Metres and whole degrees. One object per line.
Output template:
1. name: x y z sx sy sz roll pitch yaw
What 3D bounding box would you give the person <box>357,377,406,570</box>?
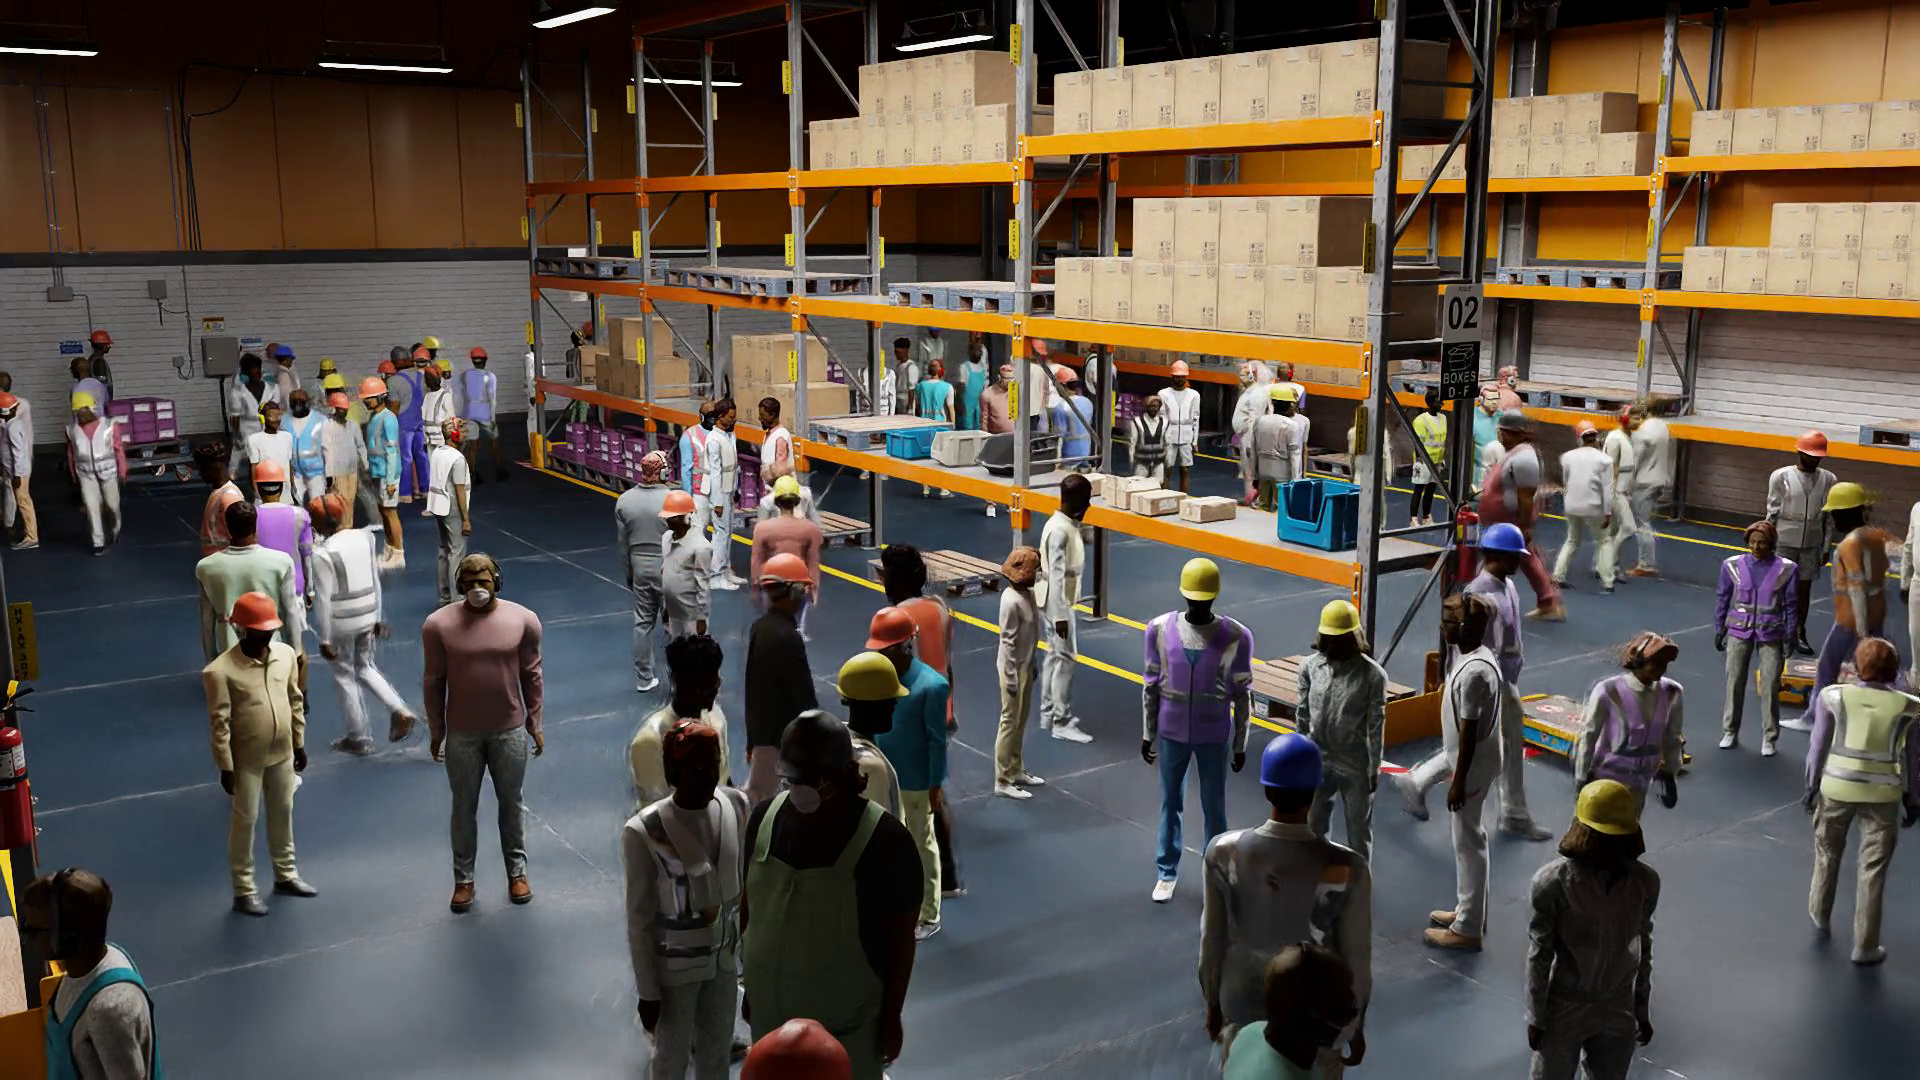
1. person: -6.075 -0.696 17.459 0.406 2.031 0.612 -8 13 -34

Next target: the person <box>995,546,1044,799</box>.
1. person: 0.380 0.834 10.650 0.278 1.626 0.505 4 12 19

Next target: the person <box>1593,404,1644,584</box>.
1. person: 6.673 -0.463 16.764 0.530 1.822 0.591 7 13 33

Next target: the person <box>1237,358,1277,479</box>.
1. person: 4.269 -1.808 23.105 0.714 2.000 0.754 -2 11 -11

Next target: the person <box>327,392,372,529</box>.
1. person: -6.836 -0.787 18.641 0.598 1.733 0.592 6 13 29

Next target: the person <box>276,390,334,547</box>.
1. person: -7.147 -0.709 18.060 0.654 1.811 0.848 -1 11 -5

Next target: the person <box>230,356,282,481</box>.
1. person: -8.939 -1.382 21.176 0.641 1.943 0.612 -8 14 -37

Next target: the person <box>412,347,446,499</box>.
1. person: -7.033 -1.533 21.846 0.620 1.986 0.408 -4 12 -18

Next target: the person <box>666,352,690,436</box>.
1. person: -4.384 -2.083 25.579 0.522 1.628 0.278 3 12 17

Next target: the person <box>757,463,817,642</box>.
1. person: -1.485 0.131 14.314 0.582 1.612 0.350 -4 12 -22

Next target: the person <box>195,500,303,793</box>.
1. person: -4.512 0.704 10.599 0.593 1.912 0.392 -2 11 -13

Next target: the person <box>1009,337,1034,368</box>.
1. person: 1.074 -2.303 26.149 0.619 1.845 0.430 0 11 2

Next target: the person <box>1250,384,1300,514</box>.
1. person: 3.364 -0.691 17.685 0.376 1.922 0.594 -10 15 -42

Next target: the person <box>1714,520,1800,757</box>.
1. person: 5.494 0.667 11.500 0.525 1.631 0.313 7 13 32

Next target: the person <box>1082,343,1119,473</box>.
1. person: 2.036 -1.995 24.062 0.535 2.000 0.681 -1 11 -6

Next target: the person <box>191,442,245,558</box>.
1. person: -5.755 0.198 13.050 0.380 1.959 0.603 -6 13 -30

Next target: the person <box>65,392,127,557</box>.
1. person: -9.499 -0.748 18.330 0.601 1.788 0.788 -4 12 -18

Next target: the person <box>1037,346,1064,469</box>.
1. person: 1.275 -1.952 24.453 0.579 1.795 0.946 -3 11 -14

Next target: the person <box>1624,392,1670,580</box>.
1. person: 6.955 -0.545 16.967 0.495 1.922 0.636 10 15 41

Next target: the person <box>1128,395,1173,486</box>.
1. person: 2.227 -0.898 19.508 0.536 1.621 0.381 -2 11 -10

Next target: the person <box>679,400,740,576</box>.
1. person: -2.525 -0.506 16.954 0.636 1.842 0.429 -8 13 -34

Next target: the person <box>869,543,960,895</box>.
1. person: -0.272 0.971 9.286 0.878 1.890 0.647 7 13 32

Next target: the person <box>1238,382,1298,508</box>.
1. person: 3.742 -1.031 19.928 0.777 1.734 0.530 4 12 18

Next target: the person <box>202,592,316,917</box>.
1. person: -3.713 1.124 8.866 0.365 1.743 0.569 6 13 29

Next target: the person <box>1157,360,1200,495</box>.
1. person: 2.671 -1.235 20.426 0.545 1.942 0.354 0 11 -2

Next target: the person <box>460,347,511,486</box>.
1. person: -6.616 -1.727 23.080 0.544 1.885 0.870 1 11 7

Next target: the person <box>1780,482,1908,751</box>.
1. person: 6.320 0.530 11.594 0.606 1.868 0.976 -10 15 -41

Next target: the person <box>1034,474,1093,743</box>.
1. person: 0.751 0.473 11.813 0.466 1.899 0.611 2 11 12

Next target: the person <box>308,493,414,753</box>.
1. person: -4.117 0.586 11.327 0.555 1.855 0.597 5 12 23

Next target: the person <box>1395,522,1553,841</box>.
1. person: 3.129 0.835 9.935 0.831 1.908 0.639 8 14 36

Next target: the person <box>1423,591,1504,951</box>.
1. person: 2.573 1.163 8.441 0.347 1.839 0.501 4 12 18

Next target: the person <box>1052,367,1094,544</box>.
1. person: 1.256 -0.913 18.584 0.525 2.023 0.691 11 15 43

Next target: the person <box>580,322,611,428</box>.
1. person: -6.074 -2.694 27.916 0.385 1.946 0.736 4 12 19

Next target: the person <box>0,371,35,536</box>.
1. person: -11.162 -1.022 19.443 0.642 1.897 0.773 -4 12 -19

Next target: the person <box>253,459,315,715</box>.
1. person: -5.056 0.364 12.305 0.548 1.924 0.387 -7 13 -34

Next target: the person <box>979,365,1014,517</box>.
1. person: 0.551 -1.212 20.460 0.634 1.892 0.394 -3 11 -13

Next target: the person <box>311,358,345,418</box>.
1. person: -8.714 -1.648 23.049 0.490 1.744 0.295 -11 15 -44

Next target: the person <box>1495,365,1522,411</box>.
1. person: 6.572 -1.154 20.105 0.399 1.908 0.643 -4 12 -18

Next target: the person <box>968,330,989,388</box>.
1. person: 0.294 -2.544 27.300 0.368 1.879 0.579 -2 11 -9

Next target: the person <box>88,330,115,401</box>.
1. person: -12.499 -2.039 24.301 0.403 2.038 0.605 -8 13 -34

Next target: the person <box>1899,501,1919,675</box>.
1. person: 7.323 0.350 12.440 0.399 1.895 0.657 -4 12 -22

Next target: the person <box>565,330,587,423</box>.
1. person: -6.126 -2.445 26.810 0.531 1.867 0.317 9 14 39

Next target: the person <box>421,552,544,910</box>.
1. person: -2.543 1.013 8.932 0.627 1.940 0.372 -3 12 -17

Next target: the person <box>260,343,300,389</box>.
1. person: -9.798 -1.880 23.875 0.658 1.893 0.401 -3 11 -13

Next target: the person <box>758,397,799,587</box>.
1. person: -1.830 -0.480 16.667 0.412 1.907 0.596 -3 12 -16
